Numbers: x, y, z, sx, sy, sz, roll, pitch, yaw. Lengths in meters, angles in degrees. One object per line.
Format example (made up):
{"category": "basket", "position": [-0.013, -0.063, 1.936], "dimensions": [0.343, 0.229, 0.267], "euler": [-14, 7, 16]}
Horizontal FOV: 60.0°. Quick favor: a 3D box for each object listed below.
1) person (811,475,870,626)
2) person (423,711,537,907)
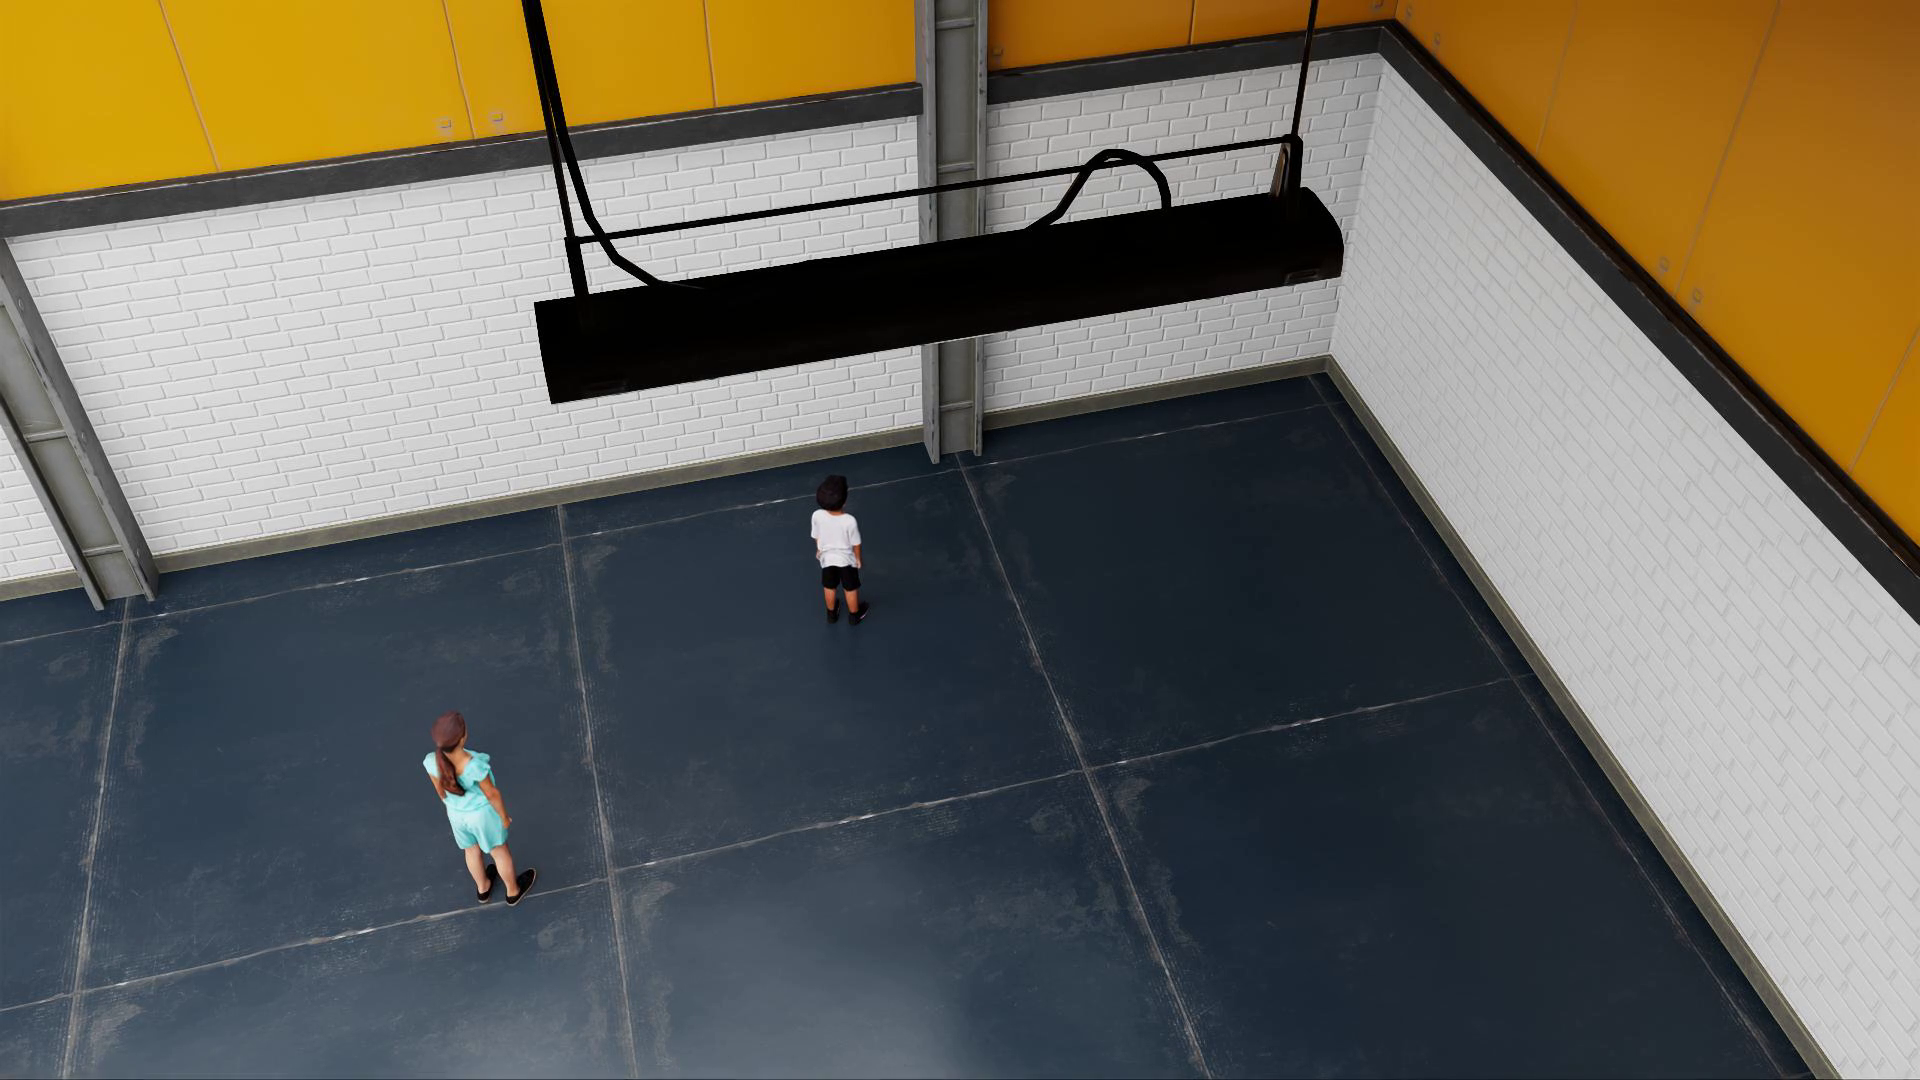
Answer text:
{"category": "person", "position": [-0.813, 0.080, 11.063], "dimensions": [0.549, 1.261, 0.629], "euler": [10, 44, 10]}
{"category": "person", "position": [-2.727, 1.519, 9.337], "dimensions": [0.611, 1.558, 0.699], "euler": [8, 44, 8]}
